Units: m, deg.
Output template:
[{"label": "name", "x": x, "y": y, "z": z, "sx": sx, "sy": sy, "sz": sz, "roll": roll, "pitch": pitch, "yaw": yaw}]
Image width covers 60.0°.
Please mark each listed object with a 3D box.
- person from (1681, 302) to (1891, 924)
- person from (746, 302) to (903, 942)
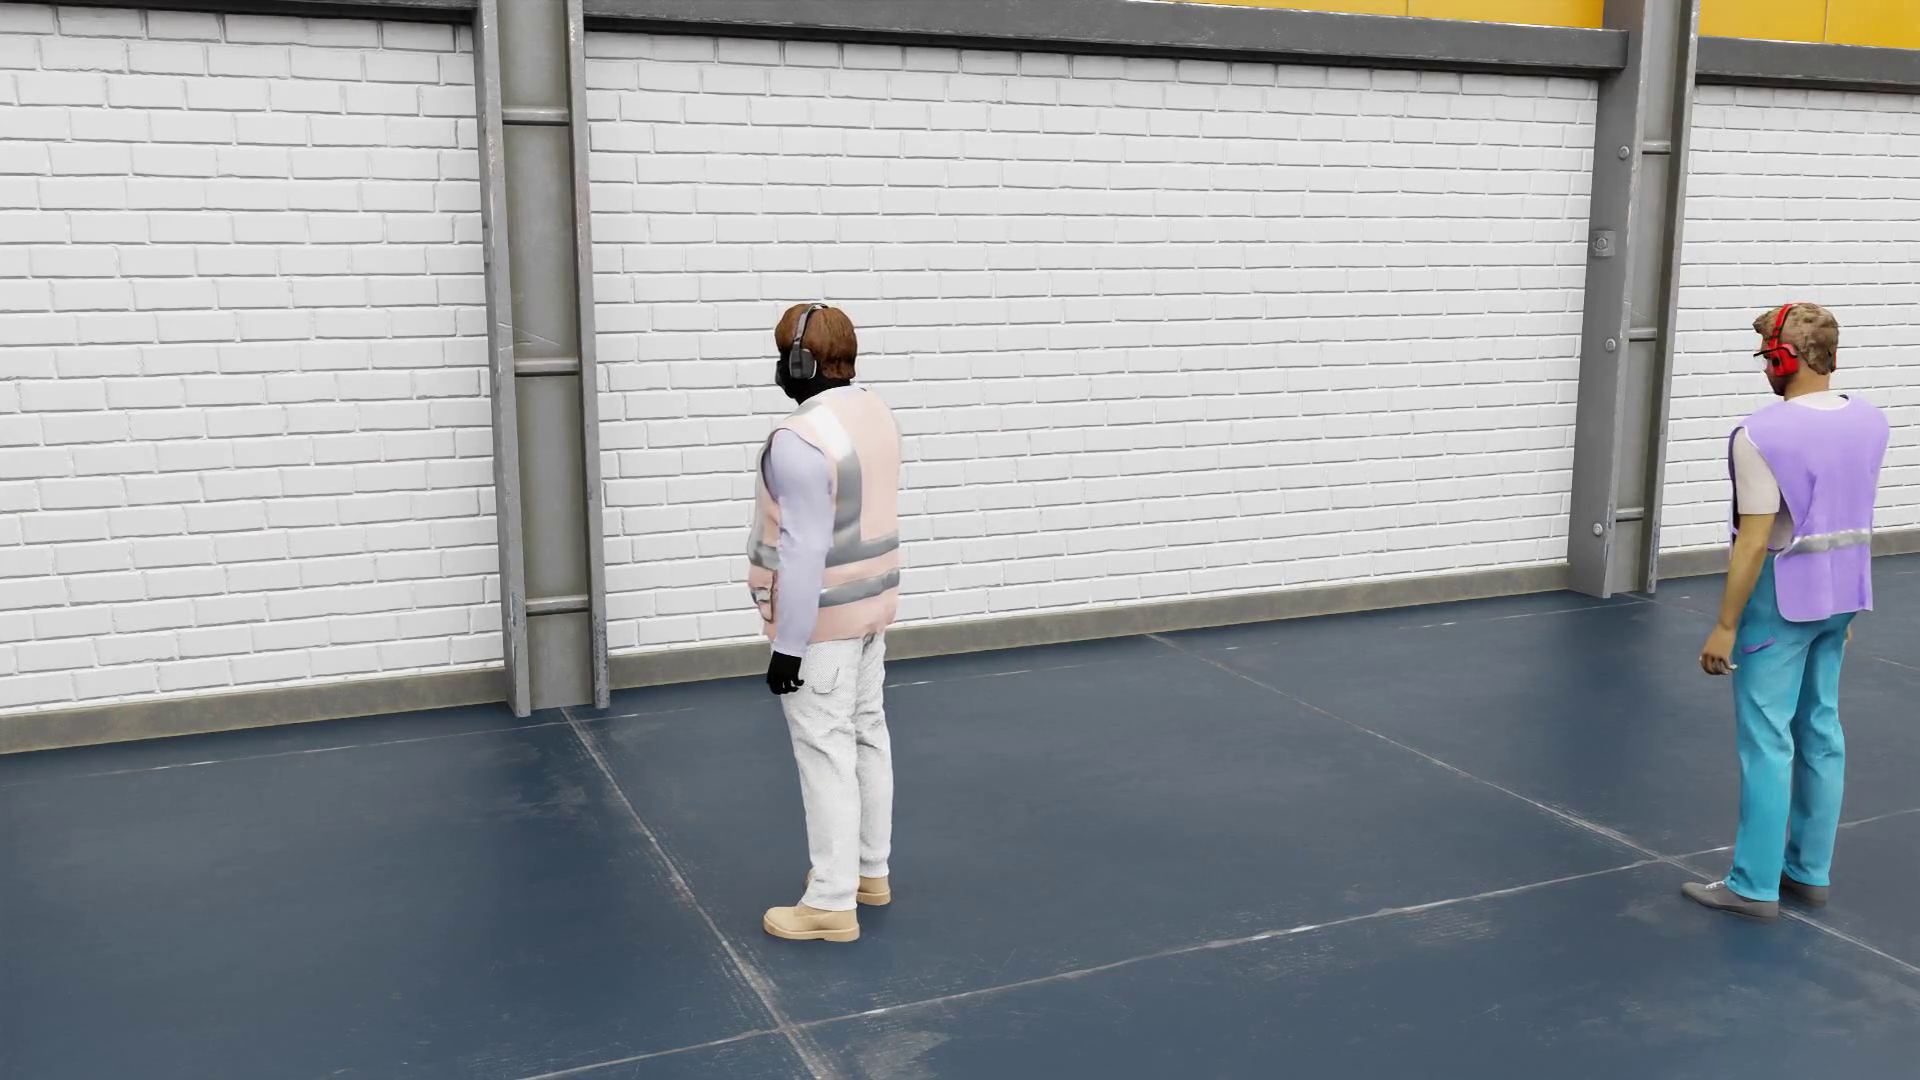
[{"label": "person", "x": 2.457, "y": 0.225, "z": 4.920, "sx": 0.563, "sy": 1.838, "sz": 0.385, "roll": -5, "pitch": 11, "yaw": -26}, {"label": "person", "x": -0.398, "y": 0.238, "z": 4.839, "sx": 0.429, "sy": 1.842, "sz": 0.629, "roll": 4, "pitch": 11, "yaw": 20}]
